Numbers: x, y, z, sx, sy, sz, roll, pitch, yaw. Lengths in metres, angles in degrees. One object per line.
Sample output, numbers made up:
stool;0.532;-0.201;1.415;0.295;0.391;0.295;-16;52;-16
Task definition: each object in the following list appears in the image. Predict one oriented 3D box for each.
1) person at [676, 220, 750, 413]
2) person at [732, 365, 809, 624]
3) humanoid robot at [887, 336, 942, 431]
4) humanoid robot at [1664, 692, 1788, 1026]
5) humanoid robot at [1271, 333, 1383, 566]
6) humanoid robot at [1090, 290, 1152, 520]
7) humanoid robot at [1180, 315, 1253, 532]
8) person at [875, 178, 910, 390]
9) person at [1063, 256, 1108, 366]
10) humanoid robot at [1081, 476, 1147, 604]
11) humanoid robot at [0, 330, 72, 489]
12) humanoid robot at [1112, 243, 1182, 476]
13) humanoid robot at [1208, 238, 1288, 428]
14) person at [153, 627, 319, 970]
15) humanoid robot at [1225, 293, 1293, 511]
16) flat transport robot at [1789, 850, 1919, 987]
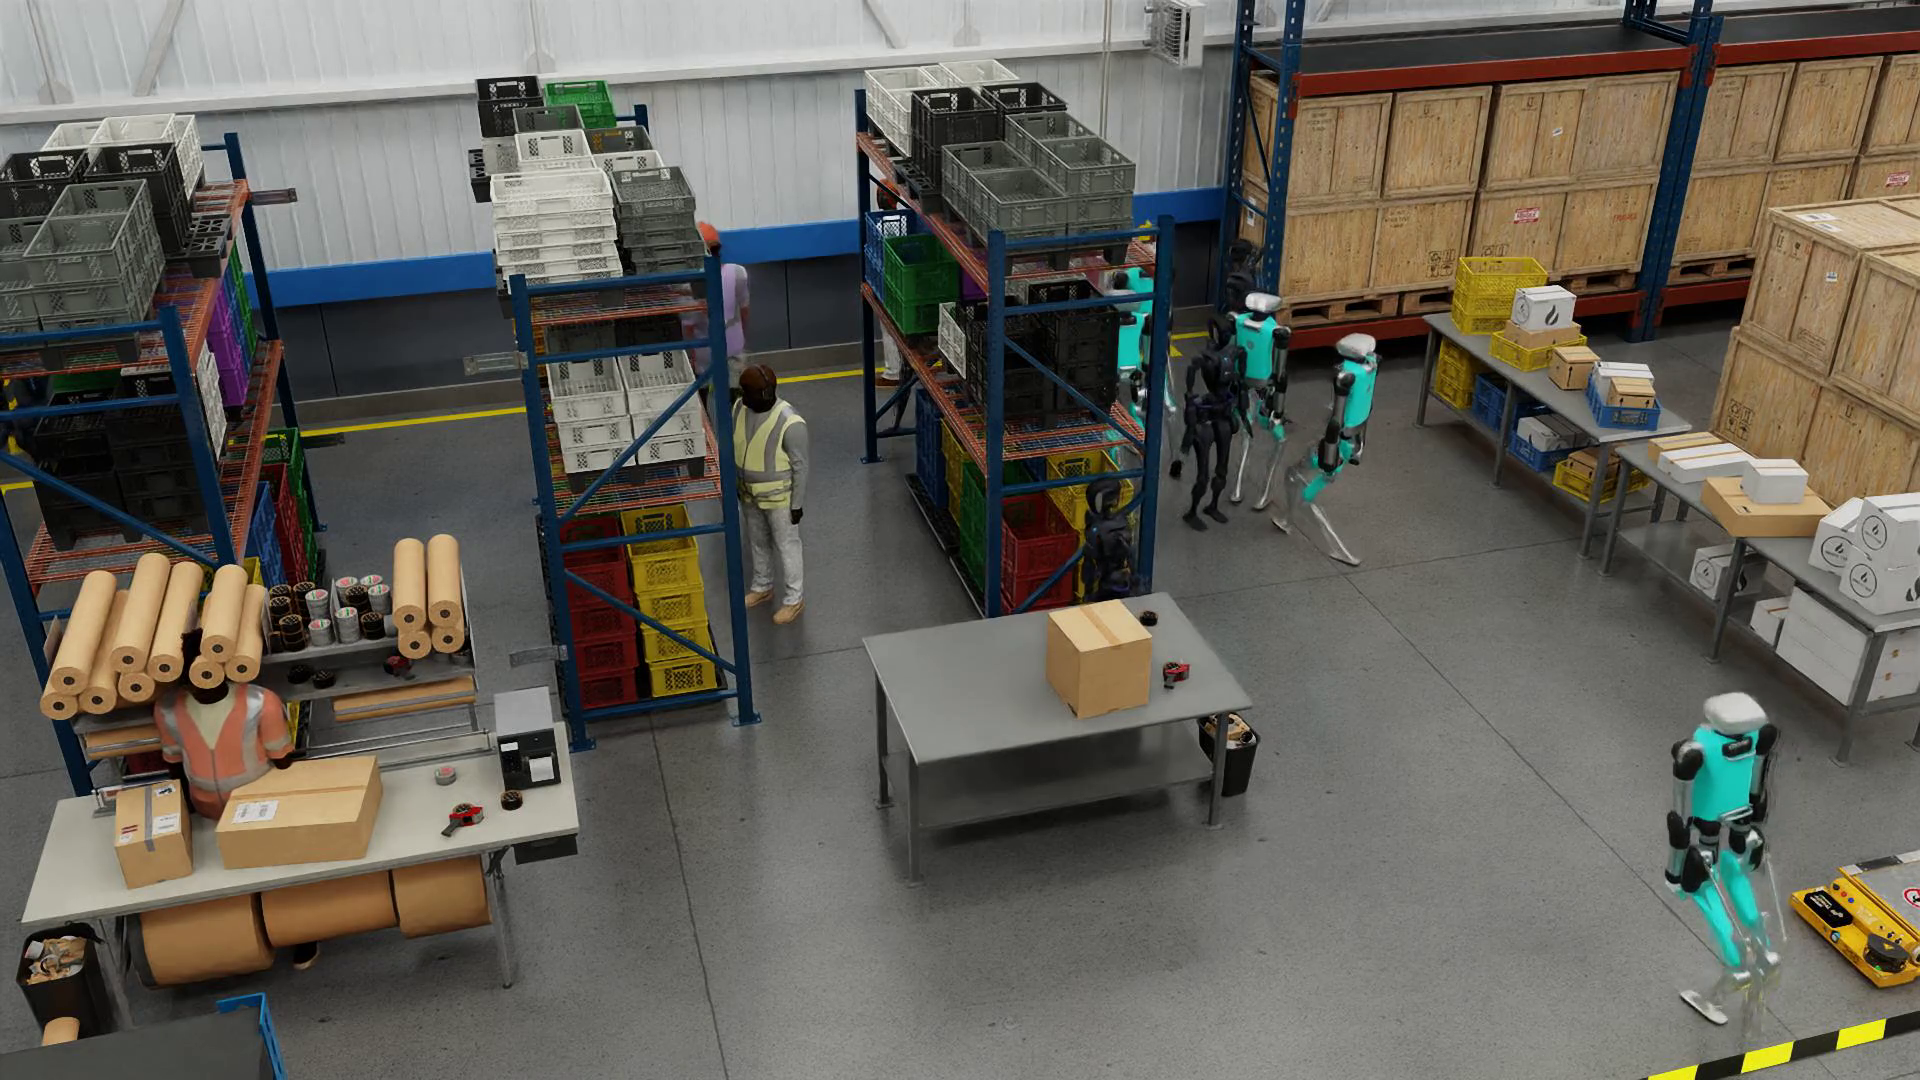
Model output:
person;-1.962;-1.569;13.214;0.627;2.004;0.825;-14;32;-24
person;-1.287;-0.309;11.091;0.633;1.841;0.429;21;35;33
humanoid robot;-0.279;-1.631;13.690;0.722;1.634;0.585;-8;30;-14
humanoid robot;3.617;1.625;7.747;0.577;1.824;0.747;-10;30;-18
humanoid robot;2.537;-0.695;11.943;0.956;1.790;0.534;22;36;34
humanoid robot;1.252;-0.888;12.287;0.531;1.821;0.755;-7;30;-12
humanoid robot;1.905;-0.876;12.290;0.606;1.653;0.363;-15;32;-25
person;-0.603;-2.239;14.559;0.351;1.882;0.582;14;32;24
person;0.994;-2.011;14.217;0.530;1.809;0.657;4;29;8
humanoid robot;0.955;0.371;10.024;0.404;1.643;0.617;-14;32;-24
humanoid robot;-6.762;-0.850;12.250;0.608;1.647;0.342;-9;30;-16
humanoid robot;1.568;-1.364;13.161;0.545;1.802;0.944;-11;31;-20
humanoid robot;2.401;-1.692;13.844;0.785;1.626;0.611;17;33;28
person;-3.516;1.271;8.097;0.603;1.957;0.365;-2;29;-4
humanoid robot;2.291;-1.095;12.562;0.545;1.738;0.705;20;34;31
flat transport robot;5.163;1.916;8.676;1.431;0.231;0.659;-8;30;-14
